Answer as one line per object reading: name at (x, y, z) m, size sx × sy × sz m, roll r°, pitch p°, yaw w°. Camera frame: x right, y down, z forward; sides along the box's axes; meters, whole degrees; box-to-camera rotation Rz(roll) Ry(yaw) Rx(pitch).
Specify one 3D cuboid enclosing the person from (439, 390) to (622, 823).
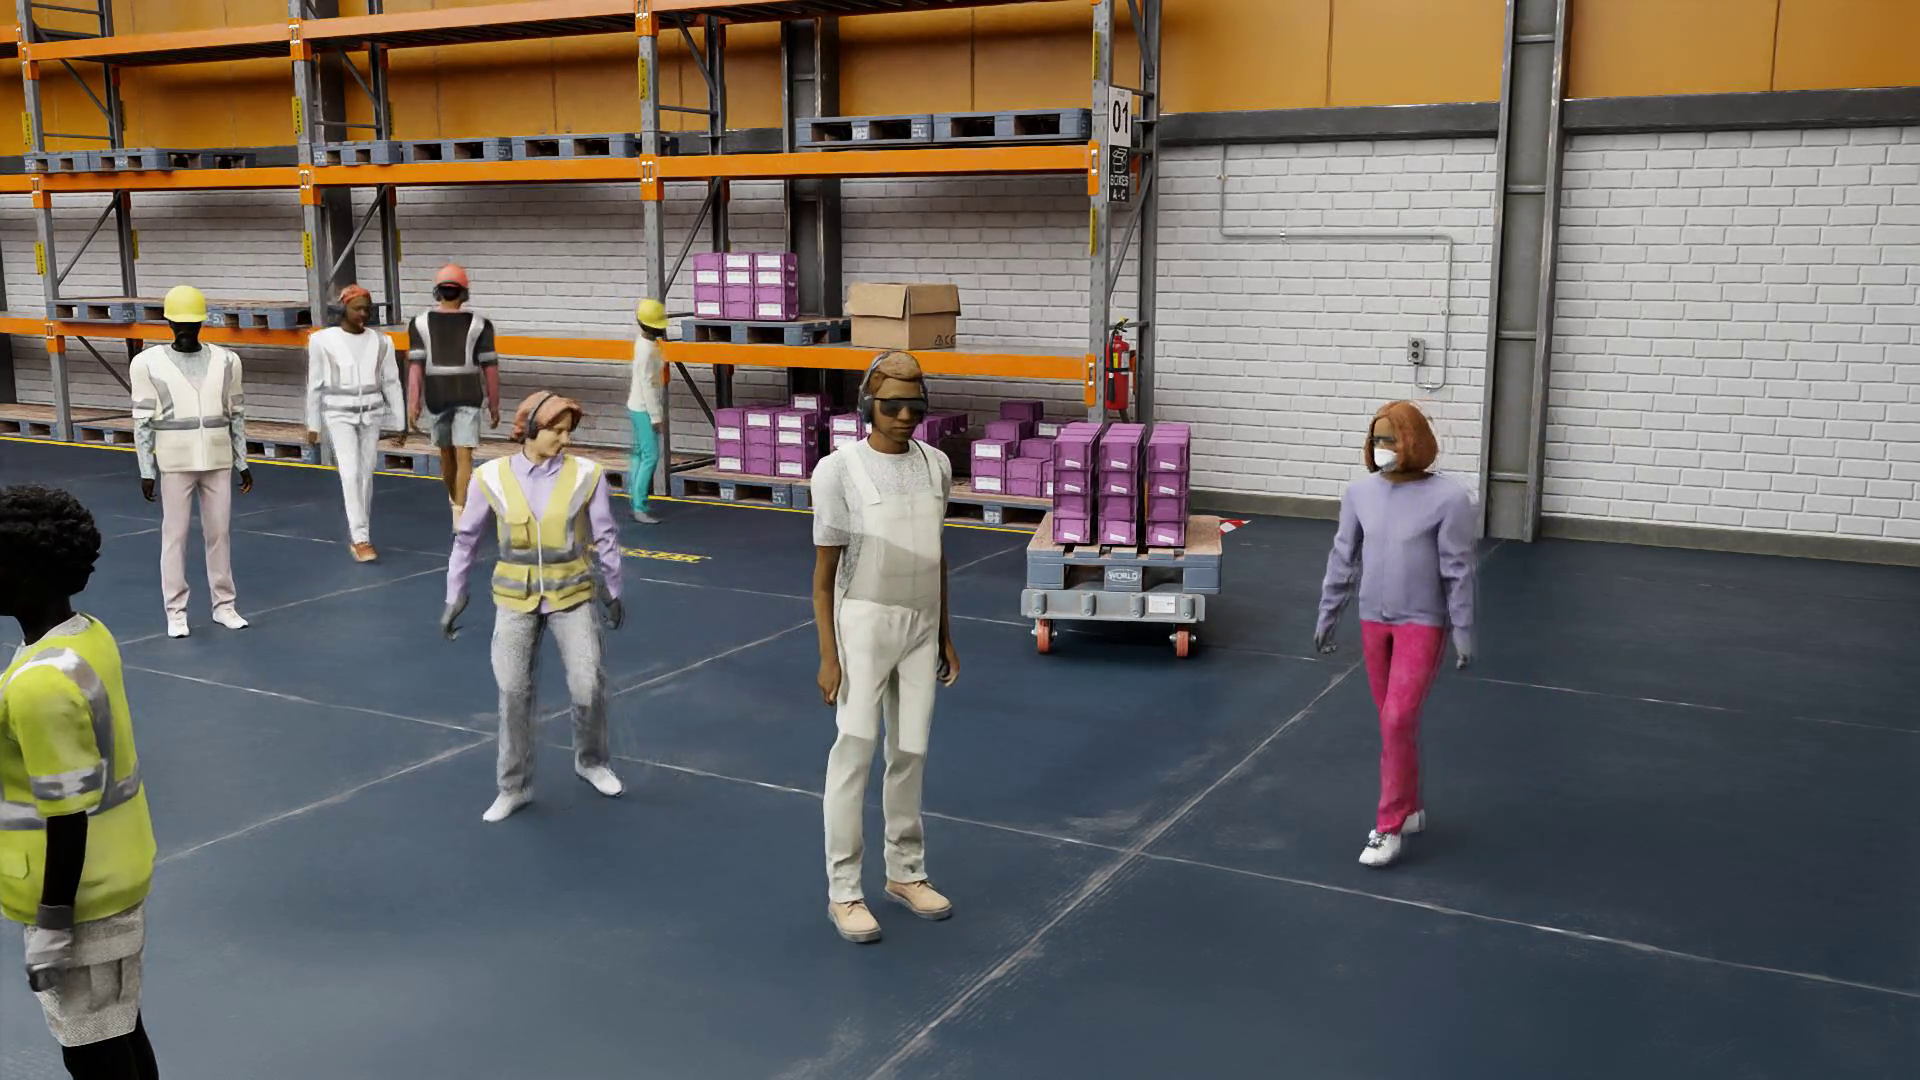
person at (-1.621, 0.243, 6.290) m, size 0.667 × 1.628 × 0.403 m, roll -2°, pitch 11°, yaw -11°

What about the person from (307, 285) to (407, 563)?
person at (-4.030, -0.774, 11.217) m, size 0.612 × 1.853 × 0.798 m, roll -8°, pitch 13°, yaw -39°

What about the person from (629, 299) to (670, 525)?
person at (-2.392, -0.995, 12.810) m, size 0.365 × 1.718 × 0.696 m, roll -2°, pitch 10°, yaw -9°

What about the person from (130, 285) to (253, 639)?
person at (-4.201, -0.430, 9.150) m, size 0.593 × 1.922 × 0.383 m, roll -9°, pitch 14°, yaw -42°

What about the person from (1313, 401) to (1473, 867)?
person at (1.479, 0.326, 5.848) m, size 0.661 × 1.608 × 0.538 m, roll -9°, pitch 14°, yaw -41°

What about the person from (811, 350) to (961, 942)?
person at (-0.228, 0.325, 5.231) m, size 0.516 × 1.841 × 0.324 m, roll -8°, pitch 13°, yaw -37°

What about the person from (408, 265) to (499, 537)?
person at (-3.736, -1.032, 12.310) m, size 0.622 × 1.984 × 1.070 m, roll -2°, pitch 10°, yaw -10°

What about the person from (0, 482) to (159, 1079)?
person at (-1.841, 0.724, 3.450) m, size 0.317 × 1.696 × 0.539 m, roll -4°, pitch 11°, yaw -22°
